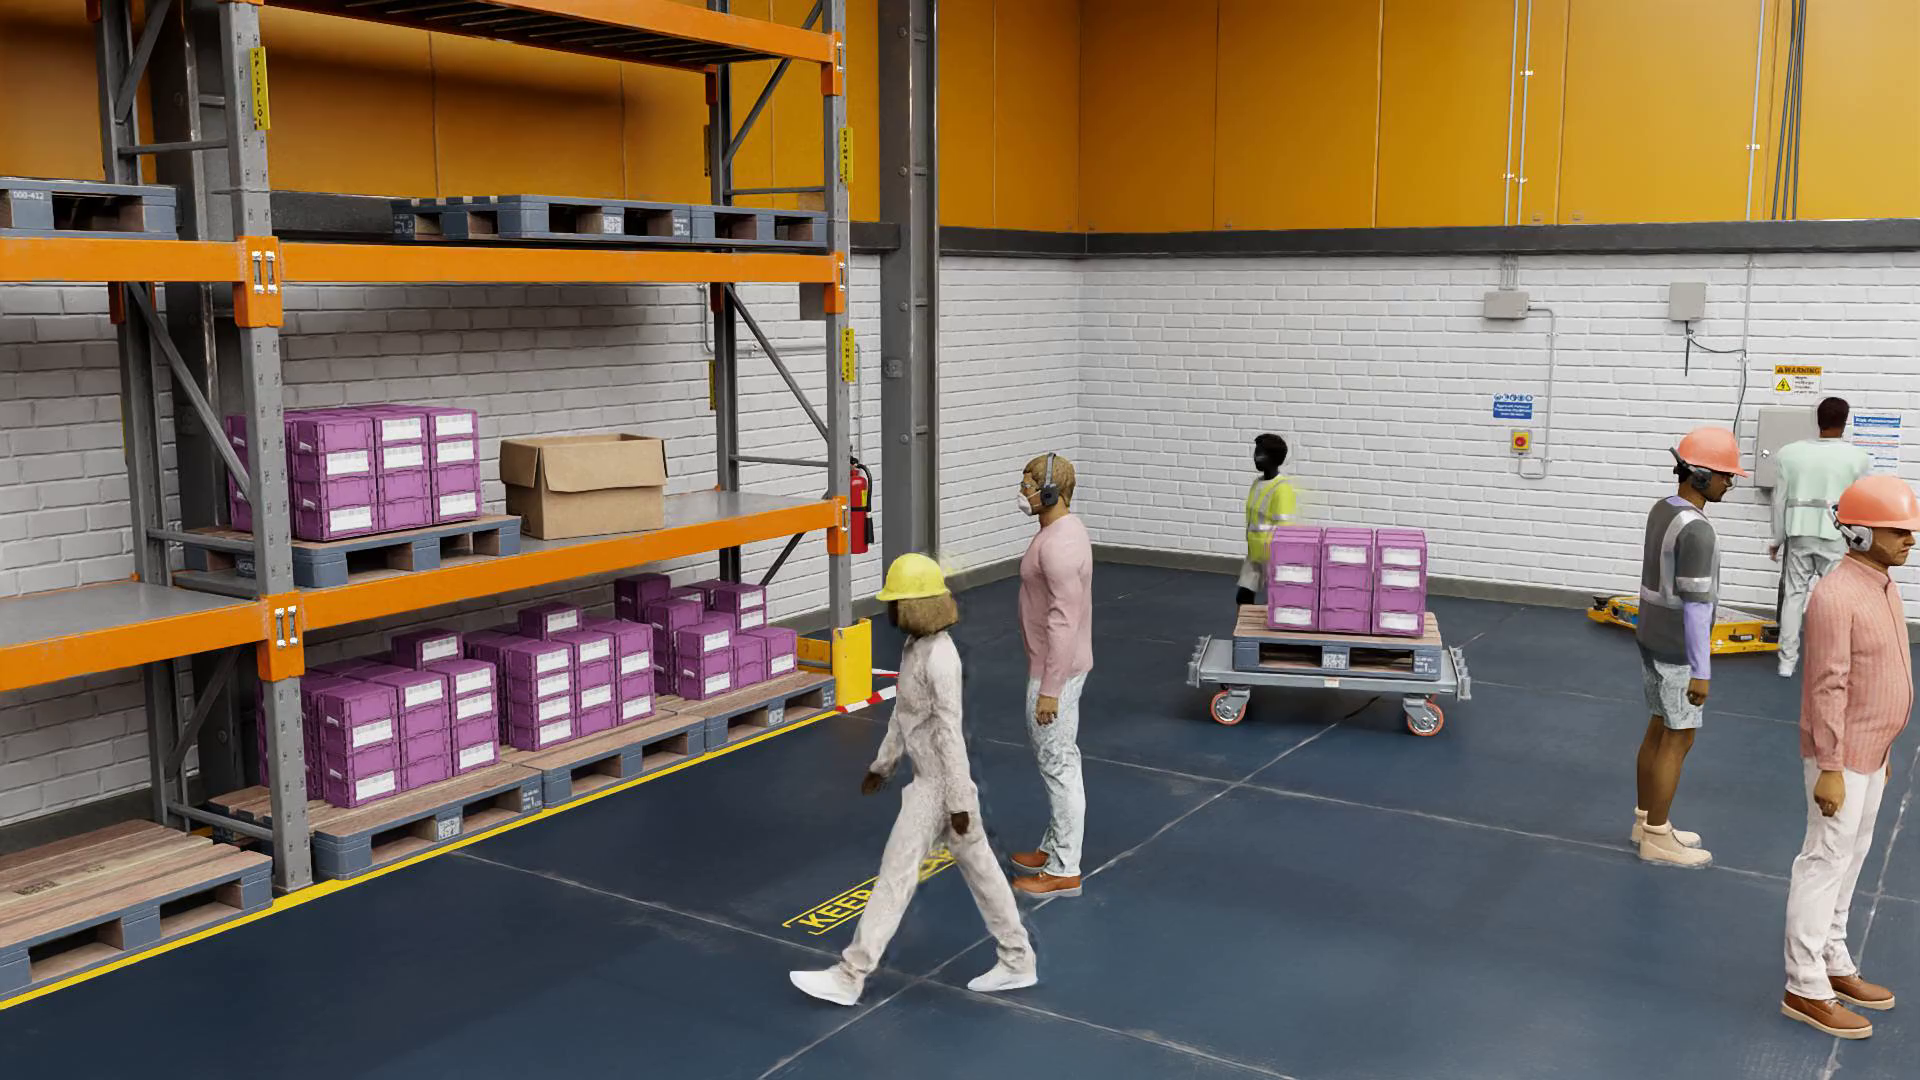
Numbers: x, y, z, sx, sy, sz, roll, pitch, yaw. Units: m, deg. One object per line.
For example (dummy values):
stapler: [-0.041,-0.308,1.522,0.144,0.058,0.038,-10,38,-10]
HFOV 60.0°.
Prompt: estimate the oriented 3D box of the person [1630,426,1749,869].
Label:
person: [3.307,0.492,7.580,0.409,2.028,0.617,1,9,6]

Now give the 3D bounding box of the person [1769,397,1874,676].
person: [5.762,0.000,11.176,0.644,1.911,0.404,8,12,42]

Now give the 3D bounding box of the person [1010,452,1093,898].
person: [0.399,0.583,7.258,0.361,1.938,0.635,0,9,3]

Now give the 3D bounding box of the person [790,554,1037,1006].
person: [-0.139,0.882,6.119,0.943,1.687,0.483,-1,9,-4]

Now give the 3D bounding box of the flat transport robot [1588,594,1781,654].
flat transport robot: [5.440,0.608,12.493,0.652,0.197,1.431,-2,9,-15]

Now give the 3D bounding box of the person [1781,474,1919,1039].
person: [3.204,0.754,5.965,0.380,1.994,0.622,8,12,42]
